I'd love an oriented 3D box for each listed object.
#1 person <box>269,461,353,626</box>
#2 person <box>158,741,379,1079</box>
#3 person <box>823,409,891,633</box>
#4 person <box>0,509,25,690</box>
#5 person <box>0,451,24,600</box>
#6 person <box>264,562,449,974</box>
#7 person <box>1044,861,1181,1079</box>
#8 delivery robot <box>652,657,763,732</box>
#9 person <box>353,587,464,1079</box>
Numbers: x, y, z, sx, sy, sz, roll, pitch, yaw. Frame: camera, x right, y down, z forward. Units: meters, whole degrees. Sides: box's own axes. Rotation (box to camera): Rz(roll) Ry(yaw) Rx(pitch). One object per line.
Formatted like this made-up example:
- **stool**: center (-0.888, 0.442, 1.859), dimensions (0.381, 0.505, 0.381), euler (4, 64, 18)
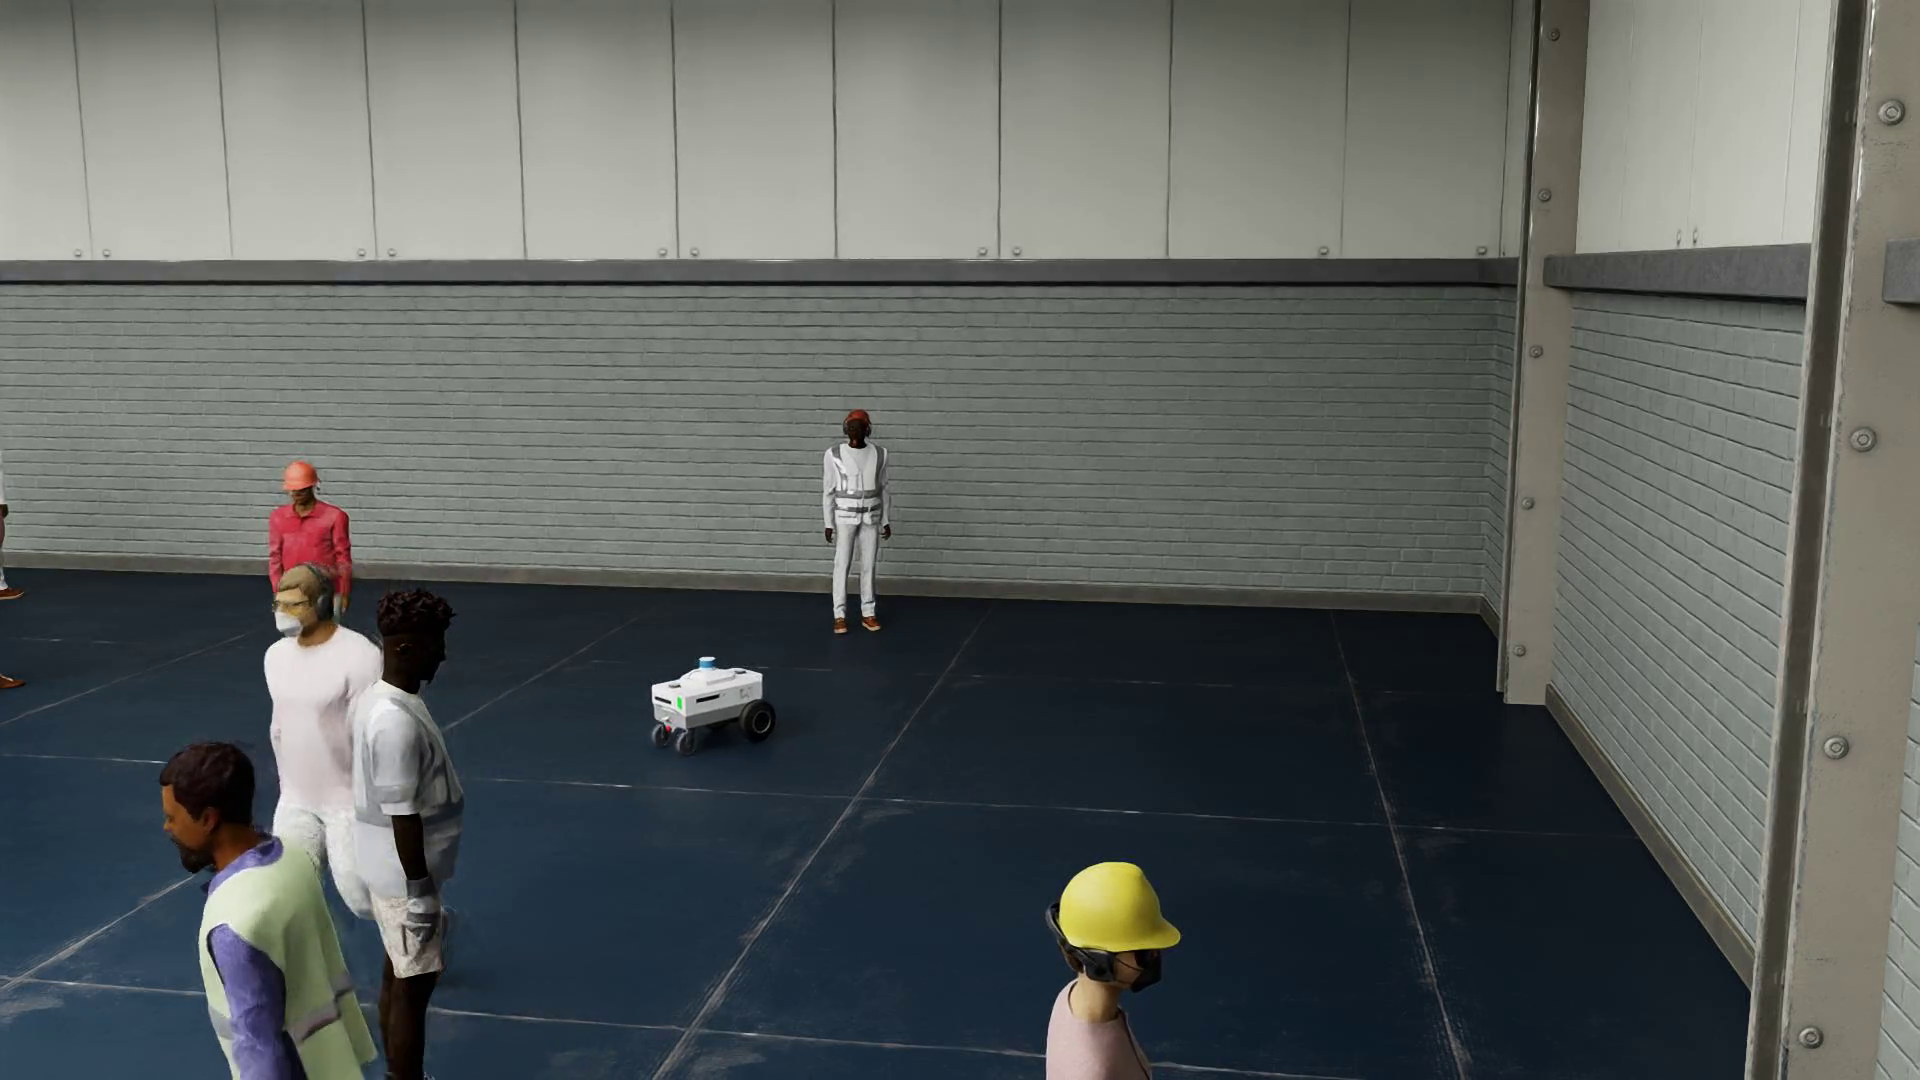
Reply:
- **person**: center (-4.475, 0.320, 11.446), dimensions (0.571, 1.743, 0.353), euler (0, 9, 2)
- **person**: center (-1.637, 1.414, 4.315), dimensions (0.721, 1.881, 0.604), euler (-2, 9, -10)
- **person**: center (-0.862, -0.159, 13.958), dimensions (0.585, 1.882, 0.337), euler (-4, 10, -21)
- **person**: center (-7.130, 0.144, 12.043), dimensions (0.639, 1.902, 0.407), euler (7, 11, 35)
- **person**: center (-8.987, -0.379, 15.320), dimensions (0.576, 1.883, 0.355), euler (5, 10, 26)
- **person**: center (-2.449, 1.010, 6.643), dimensions (0.631, 1.918, 0.792), euler (4, 10, 24)
- **person**: center (0.309, 1.564, 3.696), dimensions (0.327, 1.769, 0.525), euler (1, 9, 4)
- **delivery robot**: center (-1.615, 0.993, 10.655), dimensions (0.707, 0.478, 0.477), euler (-9, 13, -44)
- **person**: center (-1.899, 1.130, 5.780), dimensions (0.374, 1.959, 0.603), euler (-4, 10, -24)
